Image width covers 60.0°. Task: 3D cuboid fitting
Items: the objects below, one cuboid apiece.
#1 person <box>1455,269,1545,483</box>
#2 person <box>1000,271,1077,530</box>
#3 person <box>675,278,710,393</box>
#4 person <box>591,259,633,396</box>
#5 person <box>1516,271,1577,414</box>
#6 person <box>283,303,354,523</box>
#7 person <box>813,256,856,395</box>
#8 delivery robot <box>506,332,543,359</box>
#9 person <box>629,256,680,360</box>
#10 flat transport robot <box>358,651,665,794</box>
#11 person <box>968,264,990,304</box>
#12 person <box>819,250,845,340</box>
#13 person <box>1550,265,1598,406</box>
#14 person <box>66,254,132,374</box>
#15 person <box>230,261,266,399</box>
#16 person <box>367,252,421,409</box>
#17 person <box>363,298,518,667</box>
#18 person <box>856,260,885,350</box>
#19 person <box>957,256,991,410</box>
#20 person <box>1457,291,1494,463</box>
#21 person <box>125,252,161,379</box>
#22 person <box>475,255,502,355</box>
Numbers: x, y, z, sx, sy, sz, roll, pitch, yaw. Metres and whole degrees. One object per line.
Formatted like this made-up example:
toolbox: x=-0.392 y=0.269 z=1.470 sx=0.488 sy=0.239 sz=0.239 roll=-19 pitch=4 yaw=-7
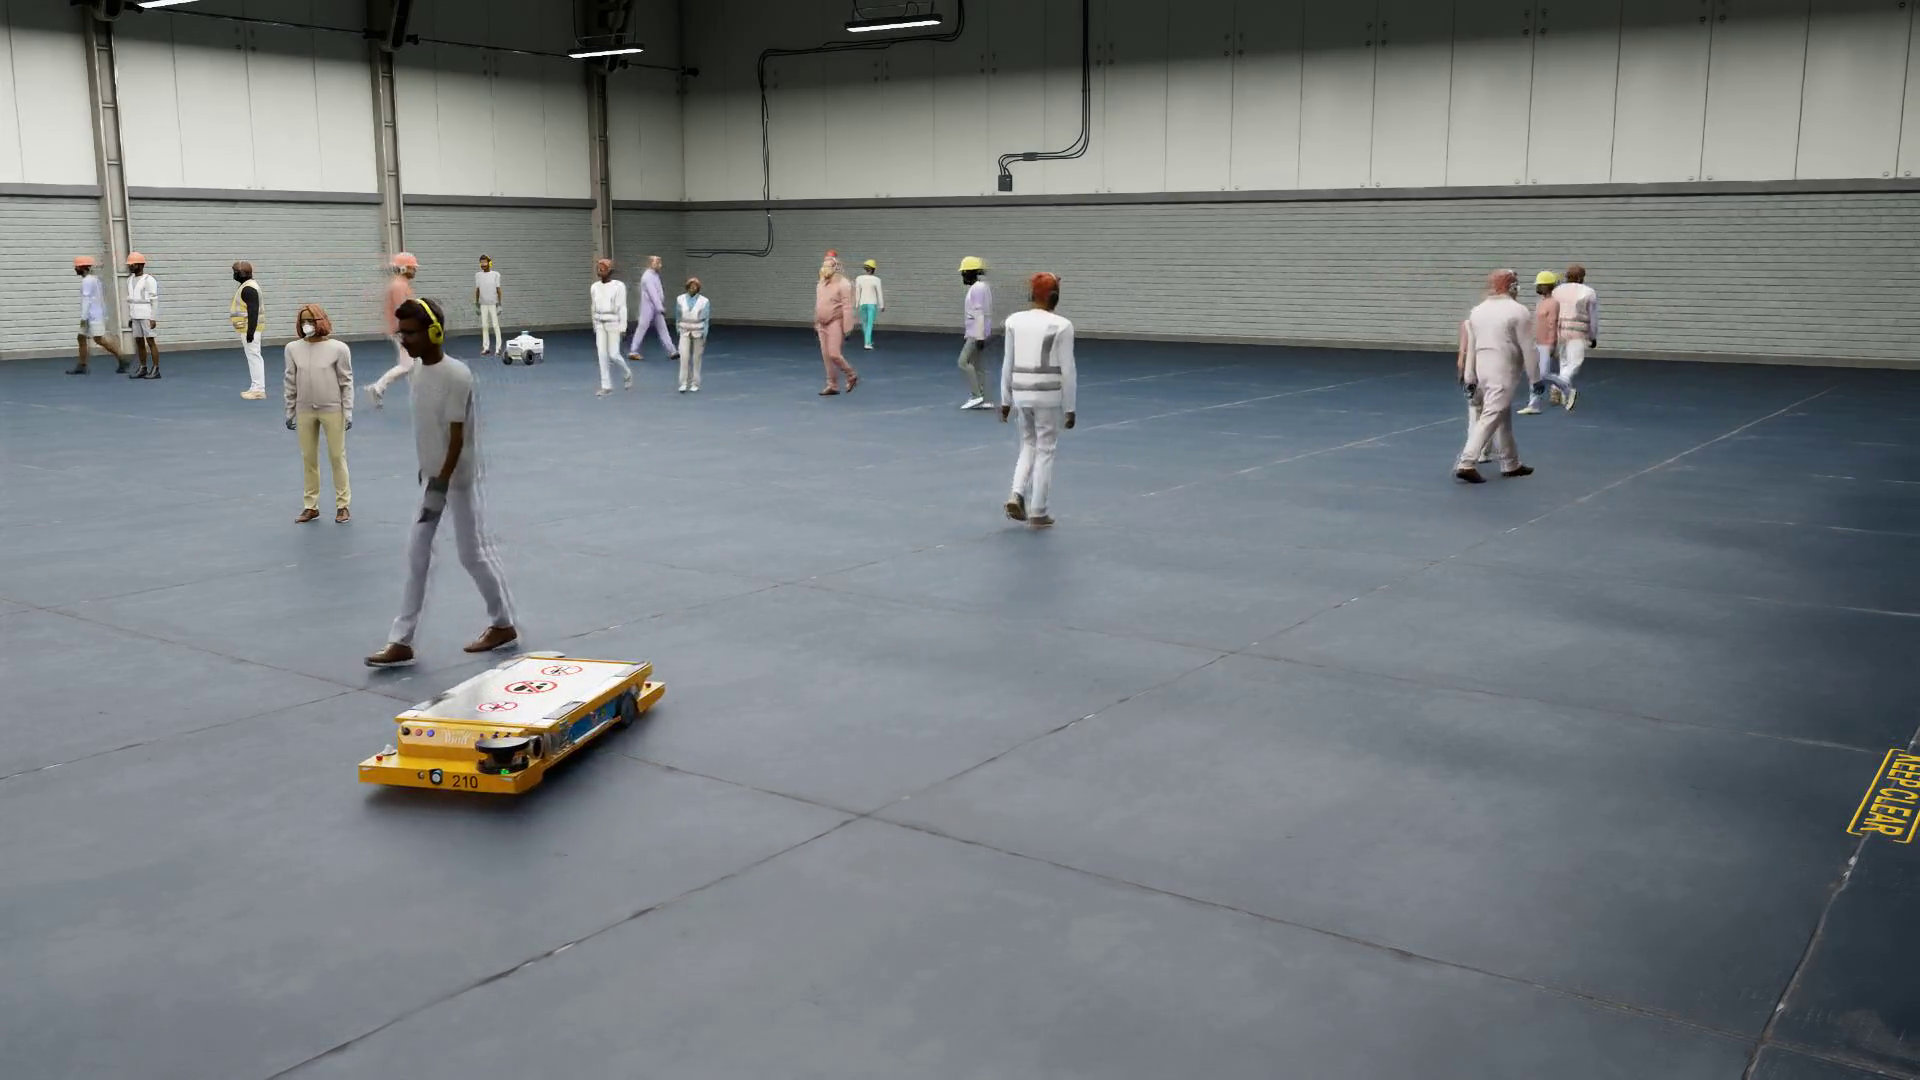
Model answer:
person: x=4.717 y=-1.432 z=14.553 sx=1.005 sy=1.859 sz=0.654 roll=-4 pitch=11 yaw=-21
person: x=0.585 y=-1.007 z=12.095 sx=0.619 sy=1.870 sz=0.420 roll=7 pitch=12 yaw=36
person: x=-3.725 y=-2.837 z=23.118 sx=0.513 sy=1.585 sz=0.756 roll=0 pitch=10 yaw=2
person: x=-4.762 y=-2.904 z=22.746 sx=0.596 sy=1.867 sz=0.542 roll=5 pitch=11 yaw=24
person: x=7.136 y=-2.380 z=20.130 sx=0.620 sy=1.744 sz=0.532 roll=-1 pitch=10 yaw=-5
person: x=-4.772 y=-0.940 z=12.391 sx=0.507 sy=1.632 sz=0.275 roll=0 pitch=10 yaw=0
person: x=-1.743 y=-2.914 z=22.708 sx=0.462 sy=1.898 sz=0.639 roll=-9 pitch=14 yaw=-42
delivery robot: x=-7.494 y=-3.349 z=28.646 sx=0.477 sy=0.478 sz=0.707 roll=3 pitch=11 yaw=18
person: x=-5.428 y=-4.106 z=29.539 sx=1.032 sy=1.844 sz=0.652 roll=1 pitch=10 yaw=5
flat transport robot: x=-1.805 y=0.723 z=6.898 sx=0.652 sy=0.197 sz=1.431 roll=2 pitch=10 yaw=12
person: x=0.418 y=-5.300 z=36.812 sx=0.498 sy=1.634 sz=0.279 roll=0 pitch=10 yaw=1
person: x=-2.735 y=-5.242 z=35.647 sx=0.547 sy=1.934 sz=0.376 roll=-1 pitch=10 yaw=-6
person: x=7.778 y=-2.608 z=21.250 sx=0.833 sy=1.810 sz=0.616 roll=-8 pitch=13 yaw=-39
person: x=-13.734 y=-3.579 z=26.422 sx=0.917 sy=1.907 sz=0.546 roll=-5 pitch=11 yaw=-26
person: x=-9.529 y=-2.805 z=22.266 sx=0.429 sy=1.839 sz=0.634 roll=-5 pitch=11 yaw=-25
person: x=-6.892 y=-2.551 z=20.464 sx=0.718 sy=1.975 sz=0.625 roll=-1 pitch=10 yaw=-5
person: x=-2.566 y=-0.281 z=8.215 sx=0.539 sy=1.815 sz=0.872 roll=7 pitch=13 yaw=36
person: x=-1.728 y=-4.621 z=32.682 sx=0.551 sy=1.738 sz=0.711 roll=5 pitch=11 yaw=24
person: x=0.156 y=-2.569 z=20.731 sx=0.540 sy=1.906 sz=0.621 roll=0 pitch=10 yaw=0
person: x=5.026 y=-1.546 z=15.823 sx=0.540 sy=1.620 sz=0.519 roll=6 pitch=12 yaw=31
person: x=-12.552 y=-3.431 z=25.492 sx=0.551 sy=1.936 sz=0.356 roll=4 pitch=11 yaw=22
person: x=-8.776 y=-4.367 z=30.962 sx=0.508 sy=1.863 sz=0.312 roll=1 pitch=10 yaw=6
